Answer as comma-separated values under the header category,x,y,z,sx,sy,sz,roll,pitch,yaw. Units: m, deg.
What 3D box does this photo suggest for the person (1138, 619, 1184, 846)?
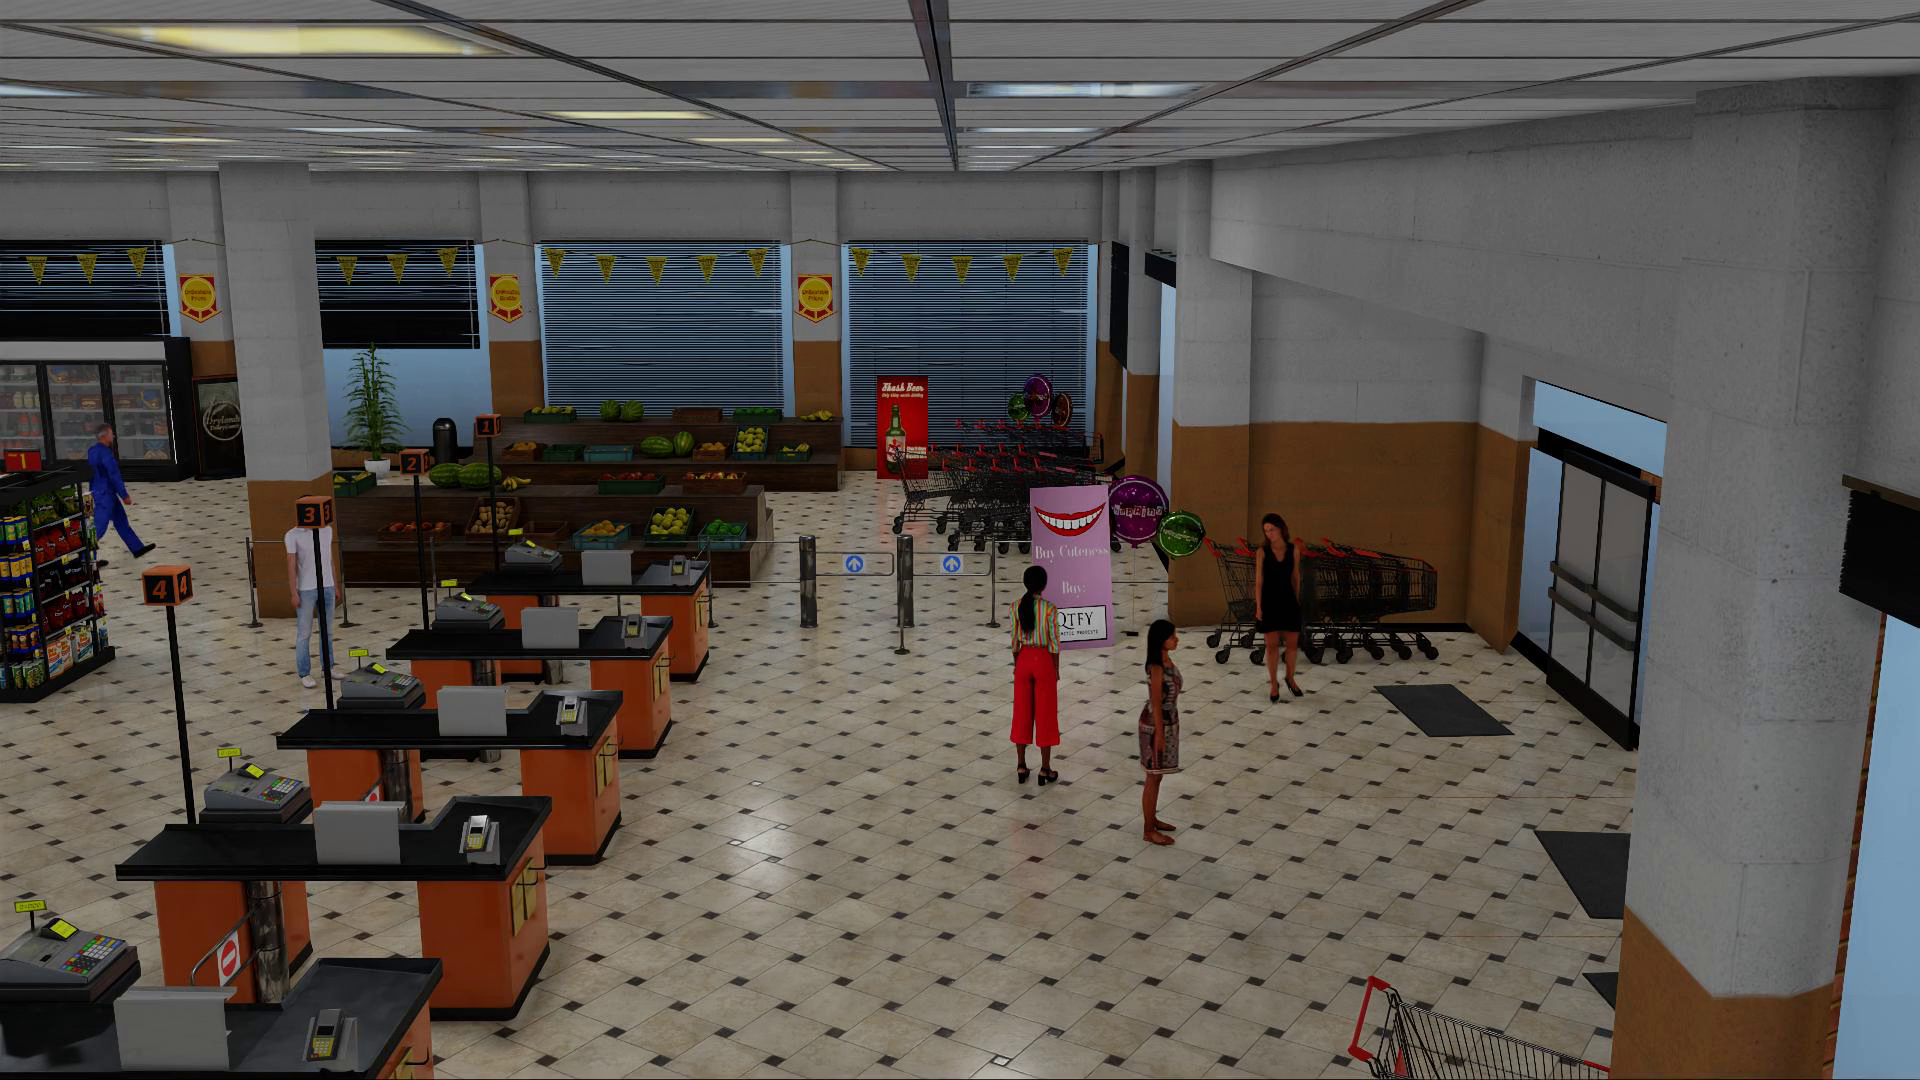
category,x,y,z,sx,sy,sz,roll,pitch,yaw
person,1.455,1.382,12.218,0.623,1.645,0.702,3,12,14

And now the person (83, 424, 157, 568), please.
category,x,y,z,sx,sy,sz,roll,pitch,yaw
person,-10.855,-0.525,20.937,1.284,1.783,1.174,-10,15,-38

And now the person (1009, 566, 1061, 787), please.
category,x,y,z,sx,sy,sz,roll,pitch,yaw
person,0.601,1.075,13.314,0.590,1.793,0.723,5,13,22

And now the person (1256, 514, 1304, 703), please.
category,x,y,z,sx,sy,sz,roll,pitch,yaw
person,2.949,0.643,15.351,0.566,1.799,0.745,-4,13,-18

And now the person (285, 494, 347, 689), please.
category,x,y,z,sx,sy,sz,roll,pitch,yaw
person,-6.228,0.470,16.046,0.746,1.852,0.737,8,14,33
